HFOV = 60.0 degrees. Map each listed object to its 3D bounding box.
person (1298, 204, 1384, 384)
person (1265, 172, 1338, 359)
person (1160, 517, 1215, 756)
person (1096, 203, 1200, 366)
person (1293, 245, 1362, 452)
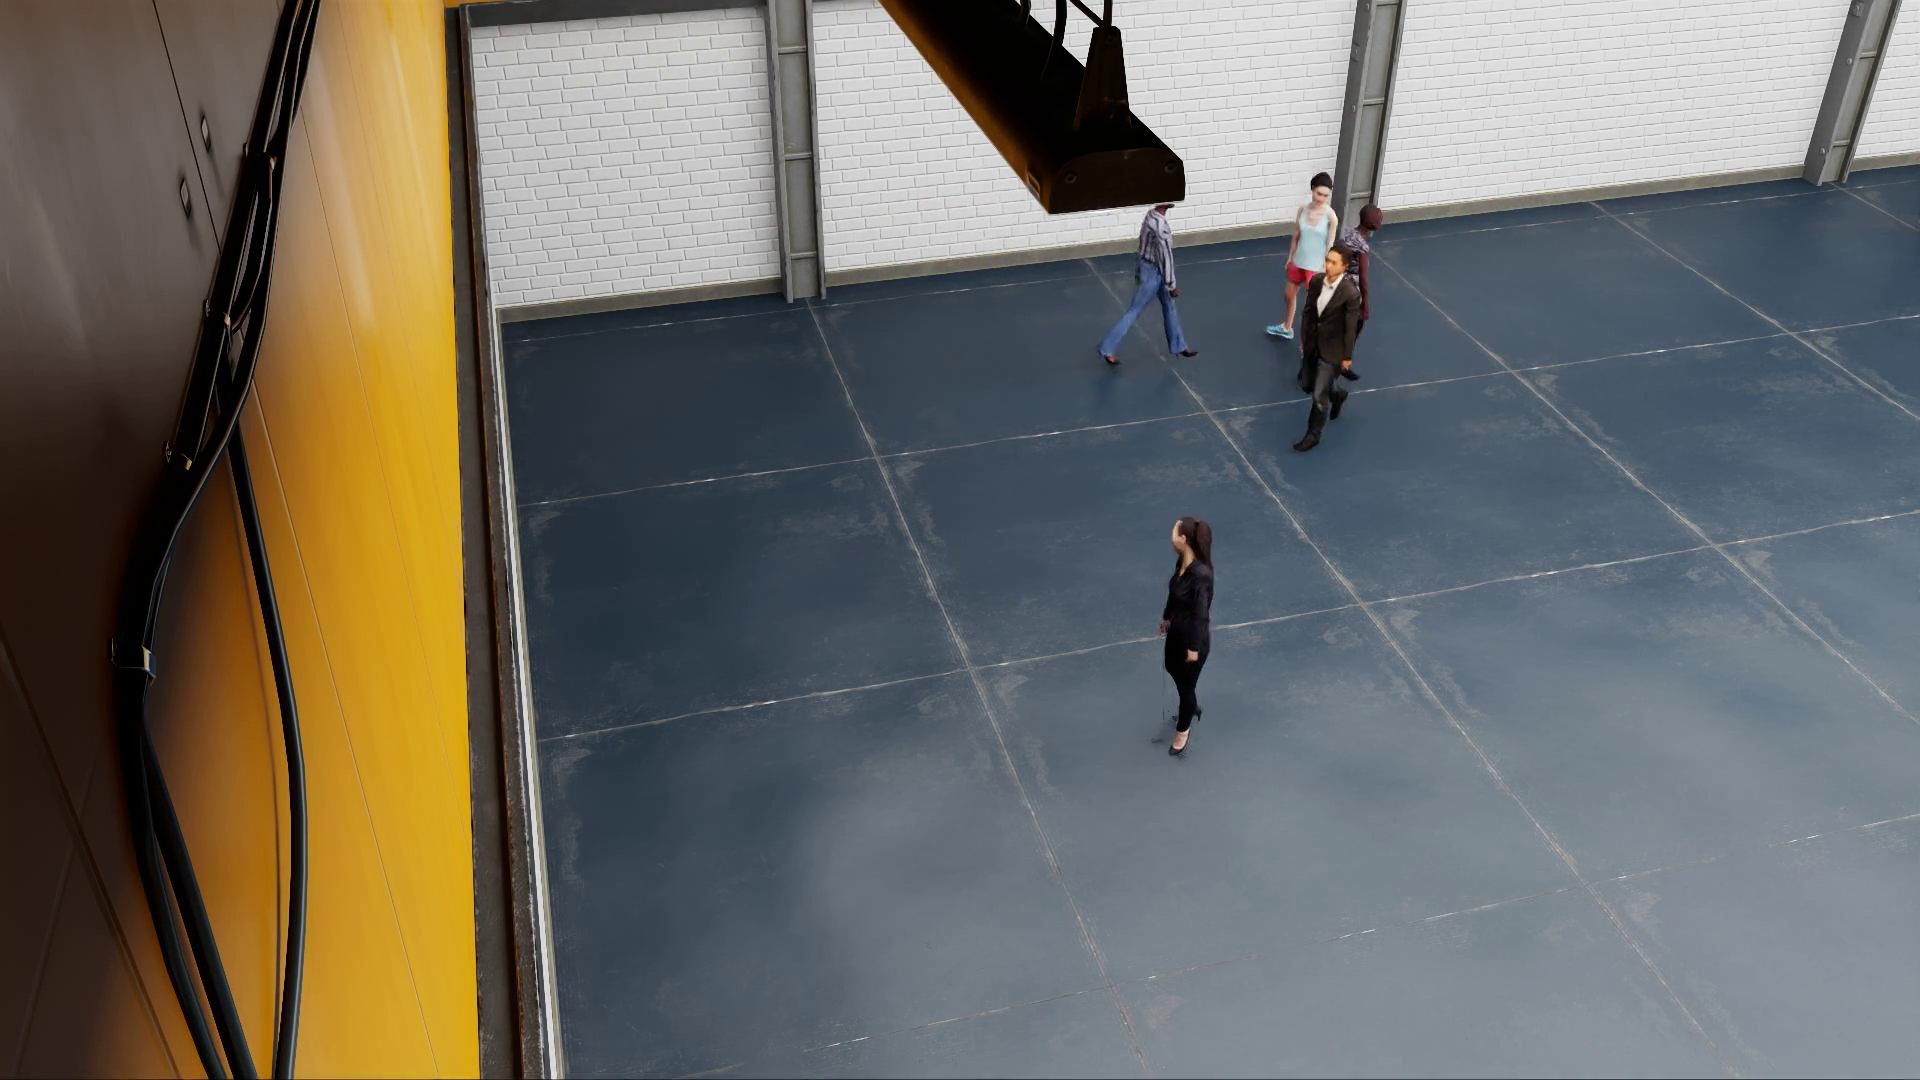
[{"bbox_3d":[3.290,-2.119,14.605,0.894,1.750,0.754,-4,34,-6],"label":"person"},{"bbox_3d":[3.170,-2.508,15.191,0.849,1.750,0.909,-21,39,-28],"label":"person"},{"bbox_3d":[1.439,0.638,10.498,0.524,1.706,0.607,-17,37,-24],"label":"person"},{"bbox_3d":[1.620,-2.303,14.897,1.244,1.733,0.798,-2,34,-2],"label":"person"},{"bbox_3d":[3.100,-1.626,13.834,1.089,1.783,0.935,-25,41,-33],"label":"person"}]
